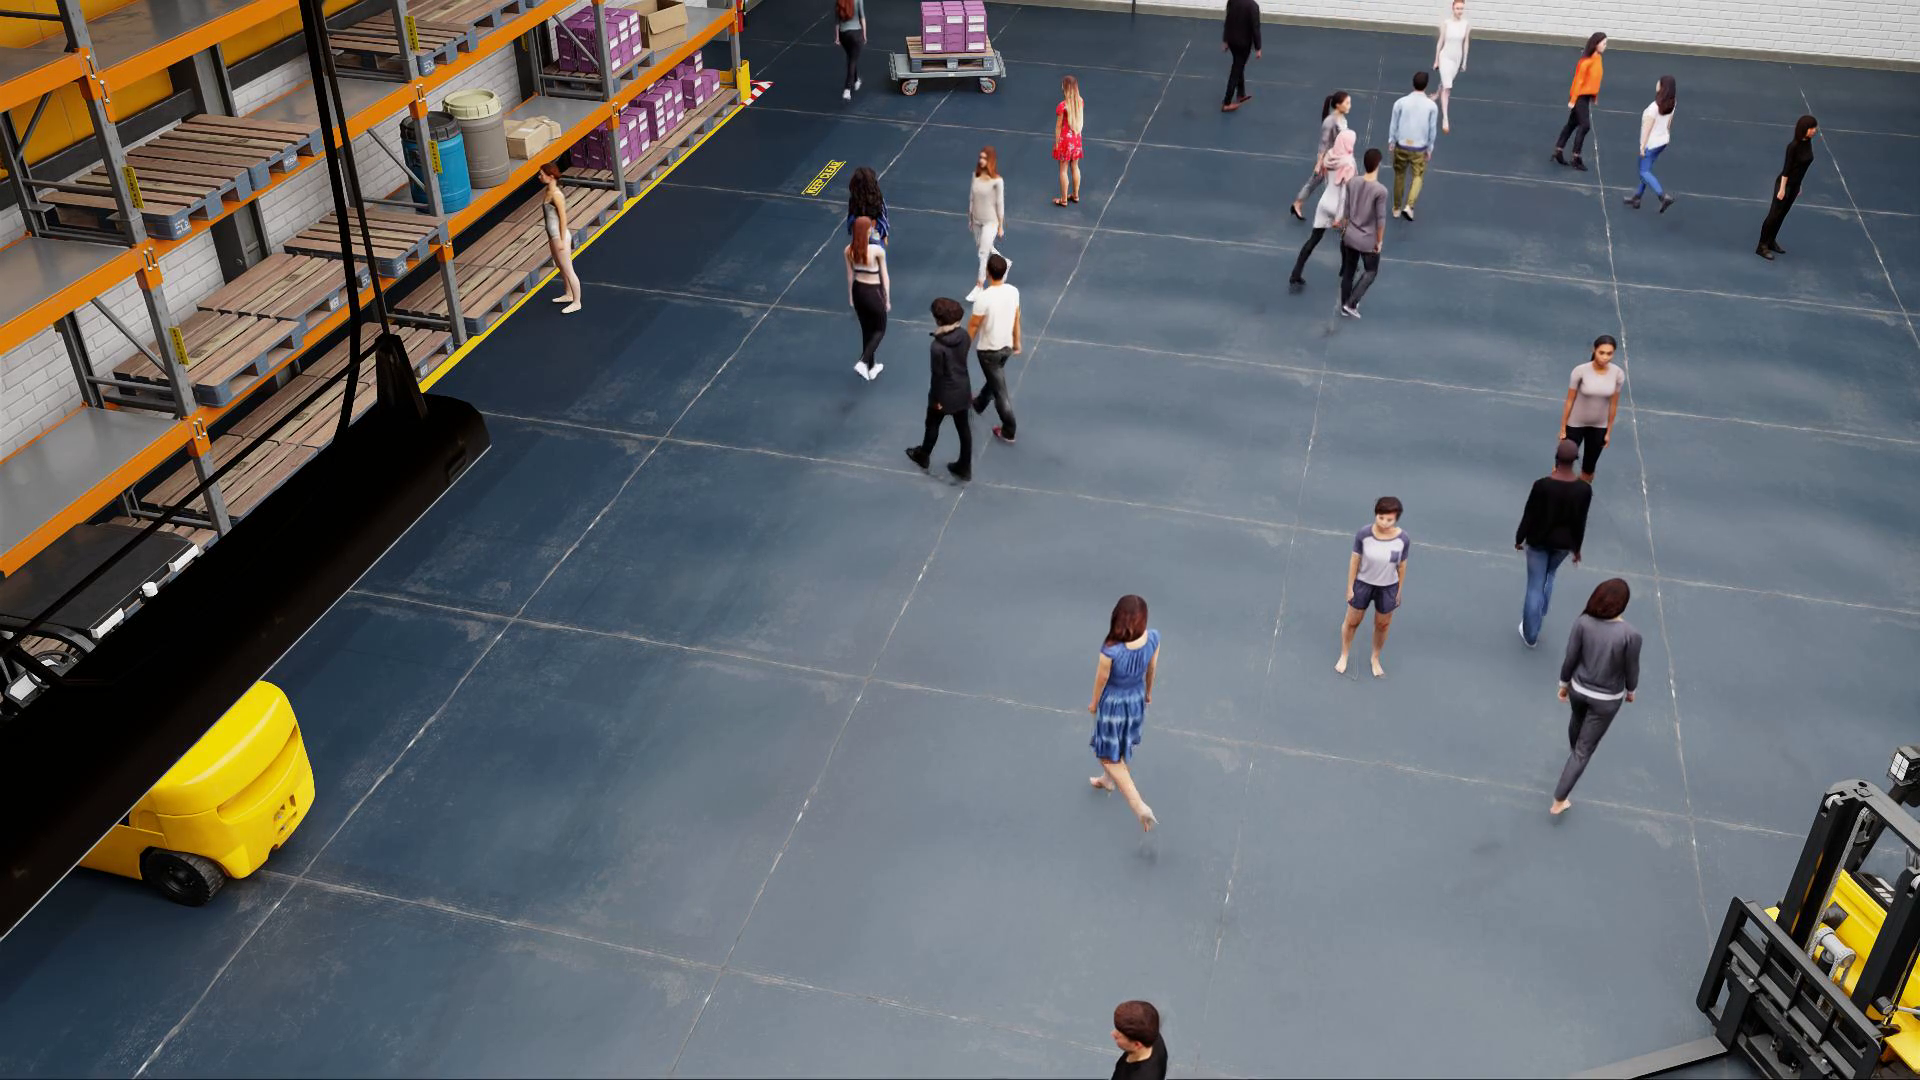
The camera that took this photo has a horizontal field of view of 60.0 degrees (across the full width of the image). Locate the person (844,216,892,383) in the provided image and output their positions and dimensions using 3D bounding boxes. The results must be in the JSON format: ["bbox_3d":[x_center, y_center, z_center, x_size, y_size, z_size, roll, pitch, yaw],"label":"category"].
[{"bbox_3d":[-0.927,-2.308,16.274,0.652,1.734,0.863,12,36,18],"label":"person"}]

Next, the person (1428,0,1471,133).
[{"bbox_3d":[6.607,-6.470,22.516,0.836,1.754,1.172,-3,34,-4],"label":"person"}]

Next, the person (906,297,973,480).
[{"bbox_3d":[-0.027,-1.305,14.753,0.973,1.747,0.965,-29,43,-36],"label":"person"}]

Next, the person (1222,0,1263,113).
[{"bbox_3d":[3.801,-6.856,23.002,1.083,1.861,1.008,-22,40,-30],"label":"person"}]

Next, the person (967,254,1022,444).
[{"bbox_3d":[0.387,-1.726,15.373,1.115,1.762,1.080,-26,41,-33],"label":"person"}]

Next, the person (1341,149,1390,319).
[{"bbox_3d":[4.176,-3.171,17.482,0.846,1.834,0.889,28,43,35],"label":"person"}]

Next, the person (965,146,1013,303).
[{"bbox_3d":[0.327,-3.473,18.075,0.915,1.680,1.122,27,42,35],"label":"person"}]

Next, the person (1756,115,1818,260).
[{"bbox_3d":[9.441,-4.049,18.976,0.628,1.642,0.716,-23,40,-31],"label":"person"}]

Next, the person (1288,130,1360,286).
[{"bbox_3d":[4.008,-3.575,18.160,1.280,1.756,1.162,-20,39,-28],"label":"person"}]

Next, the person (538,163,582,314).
[{"bbox_3d":[-4.278,-3.236,17.752,0.667,1.643,0.603,-17,37,-24],"label":"person"}]

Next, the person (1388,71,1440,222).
[{"bbox_3d":[5.334,-4.623,19.700,0.718,1.796,0.865,10,35,15],"label":"person"}]

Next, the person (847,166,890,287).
[{"bbox_3d":[-0.976,-3.219,17.744,0.616,1.625,0.562,6,34,8],"label":"person"}]

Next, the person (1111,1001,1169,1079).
[{"bbox_3d":[0.875,2.946,8.257,0.757,1.859,0.522,7,34,11],"label":"person"}]

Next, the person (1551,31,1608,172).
[{"bbox_3d":[7.873,-5.654,21.314,0.858,1.727,0.831,26,42,34],"label":"person"}]

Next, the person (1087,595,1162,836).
[{"bbox_3d":[1.101,1.173,10.995,1.087,1.781,1.096,-21,39,-29],"label":"person"}]

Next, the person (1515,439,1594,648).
[{"bbox_3d":[4.519,0.071,12.698,0.688,1.730,0.764,2,34,4],"label":"person"}]

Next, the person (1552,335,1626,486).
[{"bbox_3d":[5.368,-0.973,14.256,0.611,1.745,0.560,4,34,7],"label":"person"}]

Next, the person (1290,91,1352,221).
[{"bbox_3d":[4.262,-4.470,19.635,0.862,1.613,1.132,18,37,24],"label":"person"}]

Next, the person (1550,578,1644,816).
[{"bbox_3d":[4.244,1.079,11.186,0.972,1.725,1.224,26,42,34],"label":"person"}]

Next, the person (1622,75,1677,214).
[{"bbox_3d":[8.365,-4.674,19.900,1.005,1.659,1.039,-19,38,-26],"label":"person"}]

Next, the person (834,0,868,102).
[{"bbox_3d":[-1.551,-7.039,23.420,0.650,1.702,1.175,6,34,8],"label":"person"}]

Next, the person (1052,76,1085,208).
[{"bbox_3d":[1.334,-4.859,20.241,0.654,1.591,0.725,-21,39,-29],"label":"person"}]

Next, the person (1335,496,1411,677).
[{"bbox_3d":[3.115,0.328,12.460,0.579,1.565,0.539,6,34,8],"label":"person"}]
